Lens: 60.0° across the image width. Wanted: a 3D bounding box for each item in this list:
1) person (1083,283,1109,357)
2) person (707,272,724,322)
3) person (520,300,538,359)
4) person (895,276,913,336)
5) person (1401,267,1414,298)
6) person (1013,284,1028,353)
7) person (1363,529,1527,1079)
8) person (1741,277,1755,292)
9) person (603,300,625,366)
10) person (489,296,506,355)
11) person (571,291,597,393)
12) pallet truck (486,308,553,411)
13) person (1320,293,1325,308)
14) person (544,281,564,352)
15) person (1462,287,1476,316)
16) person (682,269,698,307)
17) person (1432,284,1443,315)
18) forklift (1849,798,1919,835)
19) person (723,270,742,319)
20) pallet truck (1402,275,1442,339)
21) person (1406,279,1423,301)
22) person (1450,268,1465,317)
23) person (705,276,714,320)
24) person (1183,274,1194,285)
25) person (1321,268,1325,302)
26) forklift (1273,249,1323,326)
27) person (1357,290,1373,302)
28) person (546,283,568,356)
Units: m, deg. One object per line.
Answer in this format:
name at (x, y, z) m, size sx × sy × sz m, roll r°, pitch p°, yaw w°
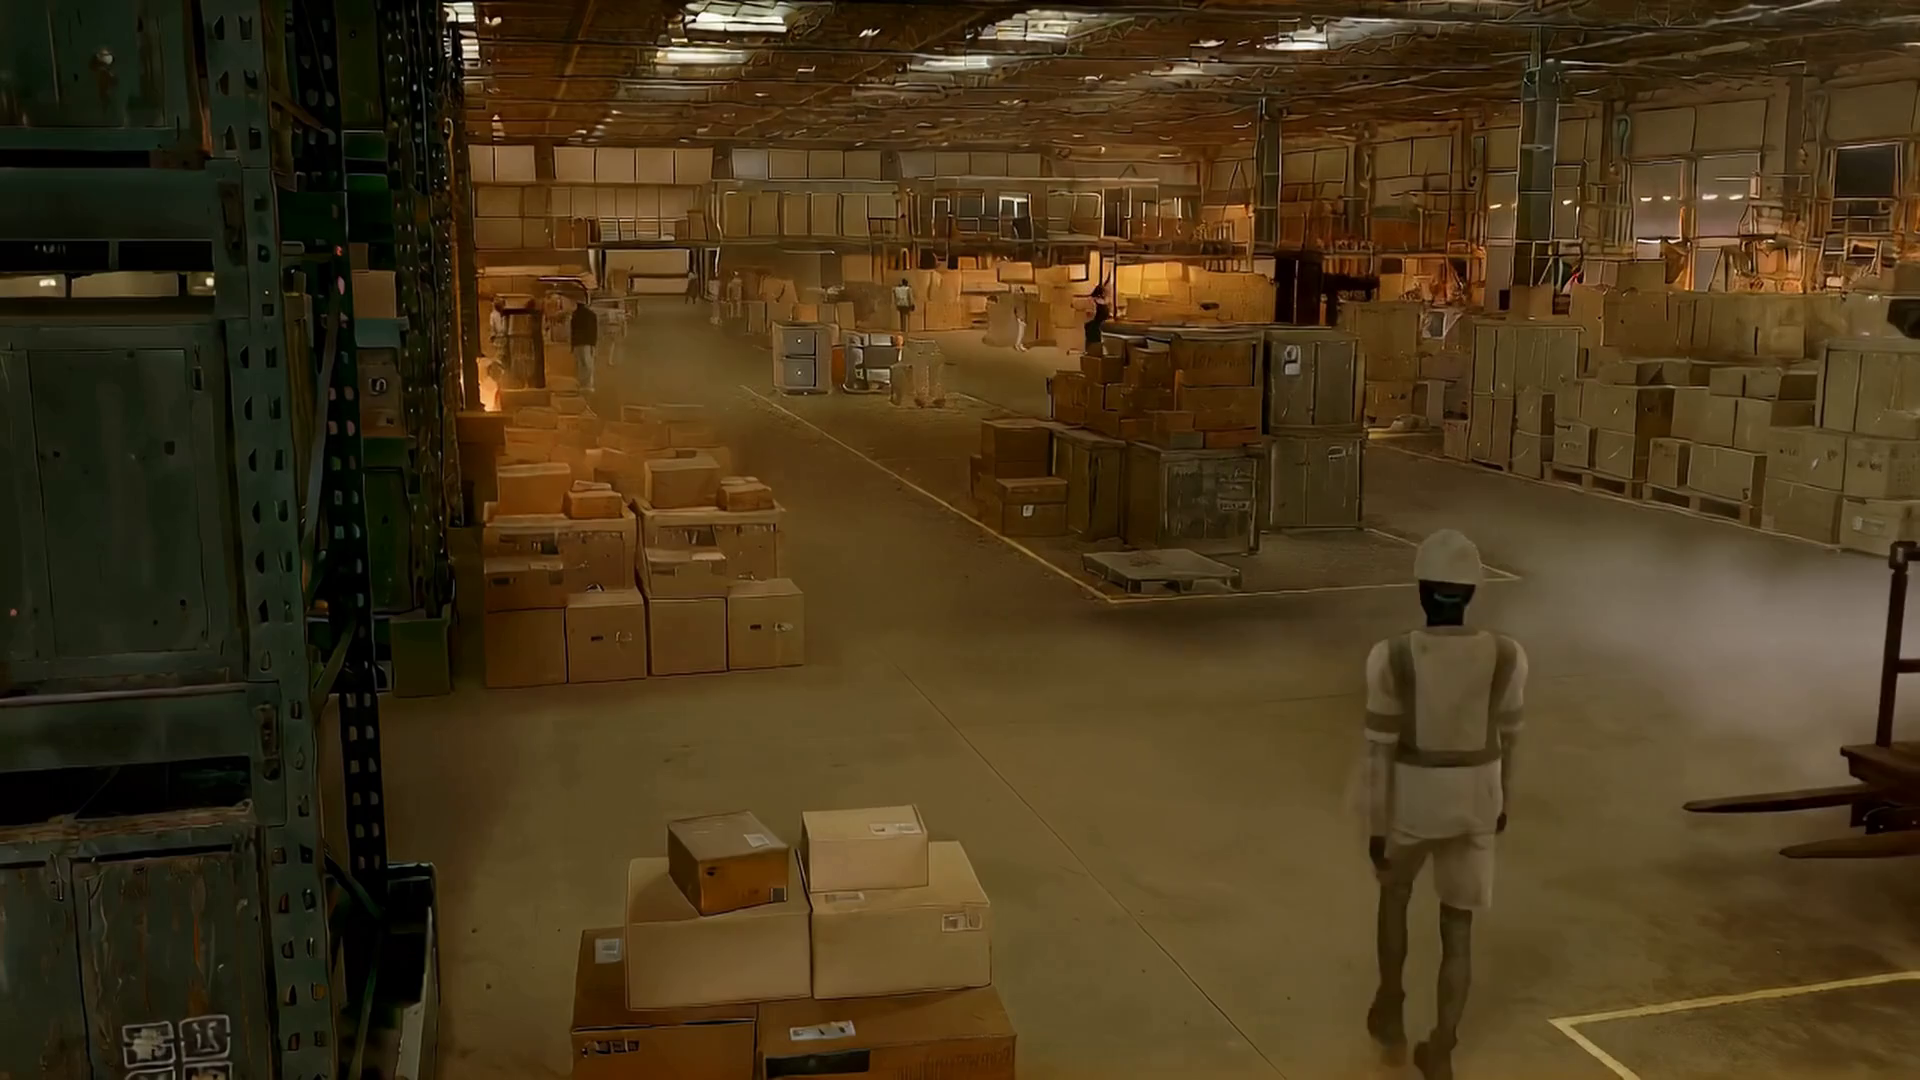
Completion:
person at (3.306, -5.102, 39.440) m, size 0.691 × 2.000 × 1.008 m, roll -9°, pitch 13°, yaw -41°
person at (-9.268, -9.219, 63.195) m, size 0.596 × 1.874 × 0.961 m, roll 1°, pitch 10°, yaw 8°
person at (-9.945, -4.690, 38.226) m, size 0.830 × 1.647 × 0.564 m, roll -6°, pitch 12°, yaw -30°
person at (-1.797, -7.554, 53.668) m, size 0.599 × 1.917 × 0.376 m, roll 5°, pitch 11°, yaw 24°
person at (20.421, -11.442, 75.692) m, size 0.560 × 1.908 × 0.747 m, roll 8°, pitch 13°, yaw 37°
person at (1.612, -5.984, 44.974) m, size 0.554 × 1.852 × 0.458 m, roll -10°, pitch 14°, yaw -43°
person at (1.653, 0.903, 5.795) m, size 0.552 × 1.908 × 0.724 m, roll 1°, pitch 10°, yaw 6°
person at (24.466, -7.205, 51.712) m, size 0.386 × 1.915 × 0.586 m, roll 2°, pitch 10°, yaw 11°
person at (-8.357, -4.987, 40.069) m, size 0.525 × 1.589 × 0.891 m, roll 3°, pitch 11°, yaw 19°
person at (-9.142, -3.882, 32.982) m, size 0.353 × 1.883 × 0.578 m, roll 0°, pitch 10°, yaw -2°
person at (-7.404, -3.882, 32.659) m, size 0.610 × 1.996 × 0.379 m, roll 5°, pitch 11°, yaw 28°
pallet truck at (-6.242, -2.418, 24.362) m, size 0.823 × 1.965 × 1.885 m, roll 1°, pitch 10°, yaw 3°
person at (8.531, -5.120, 39.832) m, size 0.374 × 1.941 × 0.627 m, roll -4°, pitch 11°, yaw -22°
person at (-11.005, -6.052, 45.112) m, size 0.552 × 1.935 × 0.374 m, roll 0°, pitch 10°, yaw 1°
person at (12.320, -5.137, 40.011) m, size 0.761 × 1.905 × 0.650 m, roll 1°, pitch 10°, yaw 6°
person at (-12.838, -11.977, 79.095) m, size 1.009 × 1.800 × 0.510 m, roll 9°, pitch 14°, yaw 43°
person at (15.265, -7.403, 53.501) m, size 0.749 × 1.674 × 0.532 m, roll 6°, pitch 11°, yaw 29°
forklift at (5.398, 0.099, 7.612) m, size 1.873 × 2.768 × 1.129 m, roll -3°, pitch 10°, yaw -15°
person at (-9.040, -9.738, 65.993) m, size 0.814 × 1.937 × 0.599 m, roll -5°, pitch 11°, yaw -24°
pallet truck at (14.620, -7.324, 52.145) m, size 0.823 × 1.965 × 1.885 m, roll 8°, pitch 13°, yaw 40°
person at (13.019, -6.495, 47.616) m, size 0.630 × 1.938 × 0.369 m, roll -7°, pitch 12°, yaw -36°
person at (20.358, -10.116, 68.000) m, size 0.633 × 1.978 × 0.552 m, roll 3°, pitch 10°, yaw 15°
person at (-9.711, -9.488, 65.181) m, size 0.534 × 1.732 × 0.855 m, roll 2°, pitch 10°, yaw 12°
person at (8.228, -8.601, 59.761) m, size 0.515 × 1.865 × 0.329 m, roll 9°, pitch 14°, yaw 42°
person at (17.219, -12.068, 79.496) m, size 0.618 × 1.836 × 0.431 m, roll 9°, pitch 14°, yaw 43°
forklift at (4.855, -2.824, 24.162) m, size 1.873 × 2.768 × 1.129 m, roll -3°, pitch 10°, yaw -15°
person at (12.043, -6.813, 49.713) m, size 0.429 × 1.838 × 0.622 m, roll 10°, pitch 14°, yaw 43°
person at (-10.470, -5.675, 43.042) m, size 0.727 × 1.909 × 0.565 m, roll 3°, pitch 10°, yaw 17°
